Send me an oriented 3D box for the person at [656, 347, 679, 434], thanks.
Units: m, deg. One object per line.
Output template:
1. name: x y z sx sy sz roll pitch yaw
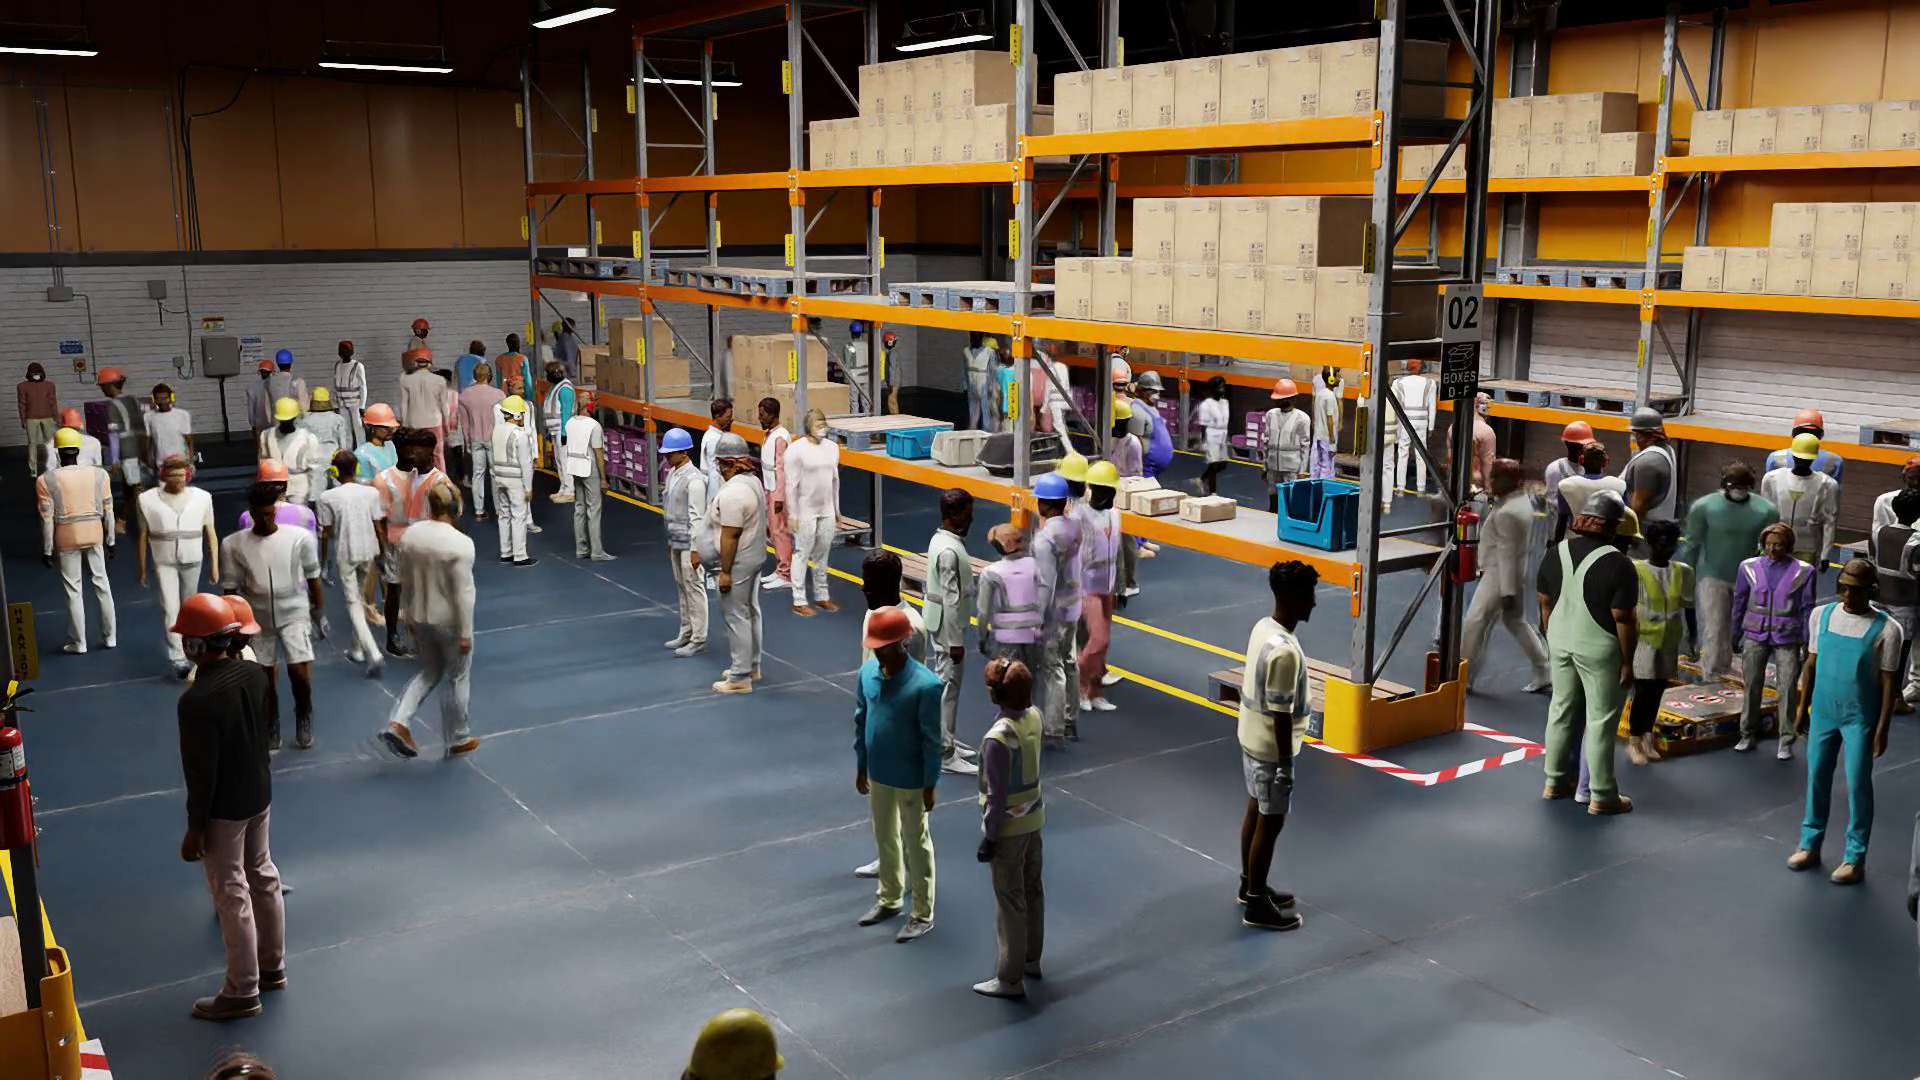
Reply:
1. person: -4.958 -2.653 27.970 0.502 1.836 0.341 1 11 5

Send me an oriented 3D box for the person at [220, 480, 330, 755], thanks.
1. person: -4.674 0.538 11.373 0.664 1.932 0.518 -4 12 -18

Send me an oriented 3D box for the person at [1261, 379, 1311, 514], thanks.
1. person: 3.546 -0.801 18.236 0.542 1.930 0.375 9 14 38

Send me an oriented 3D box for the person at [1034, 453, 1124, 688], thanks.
1. person: 0.902 0.229 13.132 1.004 1.856 0.581 10 15 41

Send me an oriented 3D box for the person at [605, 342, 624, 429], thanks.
1. person: -5.704 -2.446 27.412 0.279 1.633 0.499 -4 12 -19

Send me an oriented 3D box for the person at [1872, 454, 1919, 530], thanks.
1. person: 7.383 0.263 12.936 0.579 1.880 0.375 5 12 26

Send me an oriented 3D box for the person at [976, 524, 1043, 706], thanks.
1. person: 0.380 0.672 11.504 0.580 1.601 0.683 -4 12 -21

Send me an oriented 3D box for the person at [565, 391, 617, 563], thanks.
1. person: -3.991 -0.671 17.808 0.564 1.838 0.390 9 14 39

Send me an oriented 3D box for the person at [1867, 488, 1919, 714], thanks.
1. person: 7.004 0.451 12.447 0.320 1.694 0.535 -3 12 -17

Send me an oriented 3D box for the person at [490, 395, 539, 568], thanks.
1. person: -4.700 -0.616 17.578 0.586 1.824 0.404 9 14 40

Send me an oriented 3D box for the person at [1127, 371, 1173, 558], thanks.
1. person: 2.053 -0.838 18.143 0.536 2.000 0.684 4 12 18

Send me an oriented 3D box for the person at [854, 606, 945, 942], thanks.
1. person: -0.338 1.184 8.564 0.574 1.741 0.356 9 14 40

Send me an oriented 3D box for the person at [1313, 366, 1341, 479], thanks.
1. person: 4.548 -1.230 20.581 0.326 1.874 0.518 -1 11 -5

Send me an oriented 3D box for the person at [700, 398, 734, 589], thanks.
1. person: -2.409 -0.457 16.541 0.405 1.909 0.597 0 11 -1

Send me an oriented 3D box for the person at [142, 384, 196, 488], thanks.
1. person: -8.855 -0.833 18.667 0.508 1.828 0.930 -5 12 -24

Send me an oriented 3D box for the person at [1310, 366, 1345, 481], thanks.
1. person: 5.032 -1.640 22.784 0.350 1.837 0.502 -10 15 -43

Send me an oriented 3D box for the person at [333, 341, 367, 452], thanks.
1. person: -8.957 -1.981 24.389 0.584 1.884 0.349 5 12 25

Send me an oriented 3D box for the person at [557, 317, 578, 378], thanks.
1. person: -6.827 -2.920 29.061 0.357 1.937 0.637 -5 12 -25

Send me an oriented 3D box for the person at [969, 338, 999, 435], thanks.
1. person: 0.466 -2.401 26.944 0.726 1.730 0.573 7 13 30

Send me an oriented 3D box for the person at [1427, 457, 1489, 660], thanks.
1. person: 4.254 0.144 13.915 0.586 1.718 0.804 -5 12 -26

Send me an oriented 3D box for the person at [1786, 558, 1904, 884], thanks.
1. person: 4.944 0.994 9.295 0.338 1.839 0.509 -7 13 -34

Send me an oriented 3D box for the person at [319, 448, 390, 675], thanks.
1. person: -4.926 0.169 13.566 0.528 1.829 0.910 -10 15 -41

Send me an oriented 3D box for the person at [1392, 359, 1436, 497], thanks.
1. person: 5.965 -1.499 21.934 0.574 1.881 0.358 3 11 15

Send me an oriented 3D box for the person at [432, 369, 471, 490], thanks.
1. person: -7.050 -1.516 22.615 0.899 1.648 0.532 8 14 37

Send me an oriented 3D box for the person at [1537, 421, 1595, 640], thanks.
1. person: 5.327 -0.080 14.523 0.547 1.939 0.376 -7 13 -30

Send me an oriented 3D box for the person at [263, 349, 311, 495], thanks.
1. person: -8.856 -1.539 21.965 0.615 1.947 0.389 1 11 7

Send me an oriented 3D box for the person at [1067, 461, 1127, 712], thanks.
1. person: 1.029 0.357 12.355 0.424 1.910 0.601 9 14 39

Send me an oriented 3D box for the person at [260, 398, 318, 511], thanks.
1. person: -6.756 -0.495 16.735 0.625 1.896 0.449 0 11 0

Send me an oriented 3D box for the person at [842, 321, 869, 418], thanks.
1. person: -1.716 -2.667 27.737 0.617 1.946 0.396 -10 15 -41

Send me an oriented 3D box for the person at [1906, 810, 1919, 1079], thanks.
1. person: 4.059 1.471 6.714 0.401 1.894 0.656 -1 11 -7

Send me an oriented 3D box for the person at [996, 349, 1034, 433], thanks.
1. person: 0.775 -1.791 23.506 0.564 1.850 0.390 5 12 22

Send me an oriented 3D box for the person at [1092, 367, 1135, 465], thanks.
1. person: 1.790 -0.960 18.883 0.625 1.991 0.390 -3 11 -14

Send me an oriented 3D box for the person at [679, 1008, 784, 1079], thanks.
1. person: -0.585 2.026 4.282 0.490 1.733 0.318 7 13 31

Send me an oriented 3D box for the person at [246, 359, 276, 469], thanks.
1. person: -9.452 -1.601 22.809 0.566 1.743 0.346 -1 11 -3

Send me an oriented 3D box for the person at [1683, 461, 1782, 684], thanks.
1. person: 5.776 0.351 12.412 0.663 1.891 0.875 2 11 9

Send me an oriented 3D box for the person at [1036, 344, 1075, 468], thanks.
1. person: 1.373 -1.961 24.468 0.997 1.838 0.581 7 13 32

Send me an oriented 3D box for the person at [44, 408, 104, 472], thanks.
1. person: -9.307 -0.544 17.462 0.566 1.727 0.671 -11 15 -43

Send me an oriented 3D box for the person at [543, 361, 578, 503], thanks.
1. person: -5.190 -1.406 21.606 0.429 1.831 0.630 -6 12 -27

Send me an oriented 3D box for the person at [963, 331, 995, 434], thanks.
1. person: 0.309 -2.483 26.881 0.590 1.917 0.395 7 13 34

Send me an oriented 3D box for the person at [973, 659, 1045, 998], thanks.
1. person: 0.244 1.361 7.913 0.311 1.642 0.512 5 12 26

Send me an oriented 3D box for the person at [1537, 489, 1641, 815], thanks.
1. person: 3.971 0.675 10.397 0.537 2.000 0.679 -7 13 -31

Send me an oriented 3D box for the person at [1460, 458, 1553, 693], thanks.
1. person: 4.219 0.281 12.881 0.949 1.863 0.648 6 13 29

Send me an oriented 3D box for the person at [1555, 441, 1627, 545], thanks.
1. person: 5.229 0.098 13.850 0.570 1.845 0.381 1 11 3

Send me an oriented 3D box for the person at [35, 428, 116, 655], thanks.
1. person: -7.483 0.008 14.103 0.384 1.925 0.593 10 15 42
